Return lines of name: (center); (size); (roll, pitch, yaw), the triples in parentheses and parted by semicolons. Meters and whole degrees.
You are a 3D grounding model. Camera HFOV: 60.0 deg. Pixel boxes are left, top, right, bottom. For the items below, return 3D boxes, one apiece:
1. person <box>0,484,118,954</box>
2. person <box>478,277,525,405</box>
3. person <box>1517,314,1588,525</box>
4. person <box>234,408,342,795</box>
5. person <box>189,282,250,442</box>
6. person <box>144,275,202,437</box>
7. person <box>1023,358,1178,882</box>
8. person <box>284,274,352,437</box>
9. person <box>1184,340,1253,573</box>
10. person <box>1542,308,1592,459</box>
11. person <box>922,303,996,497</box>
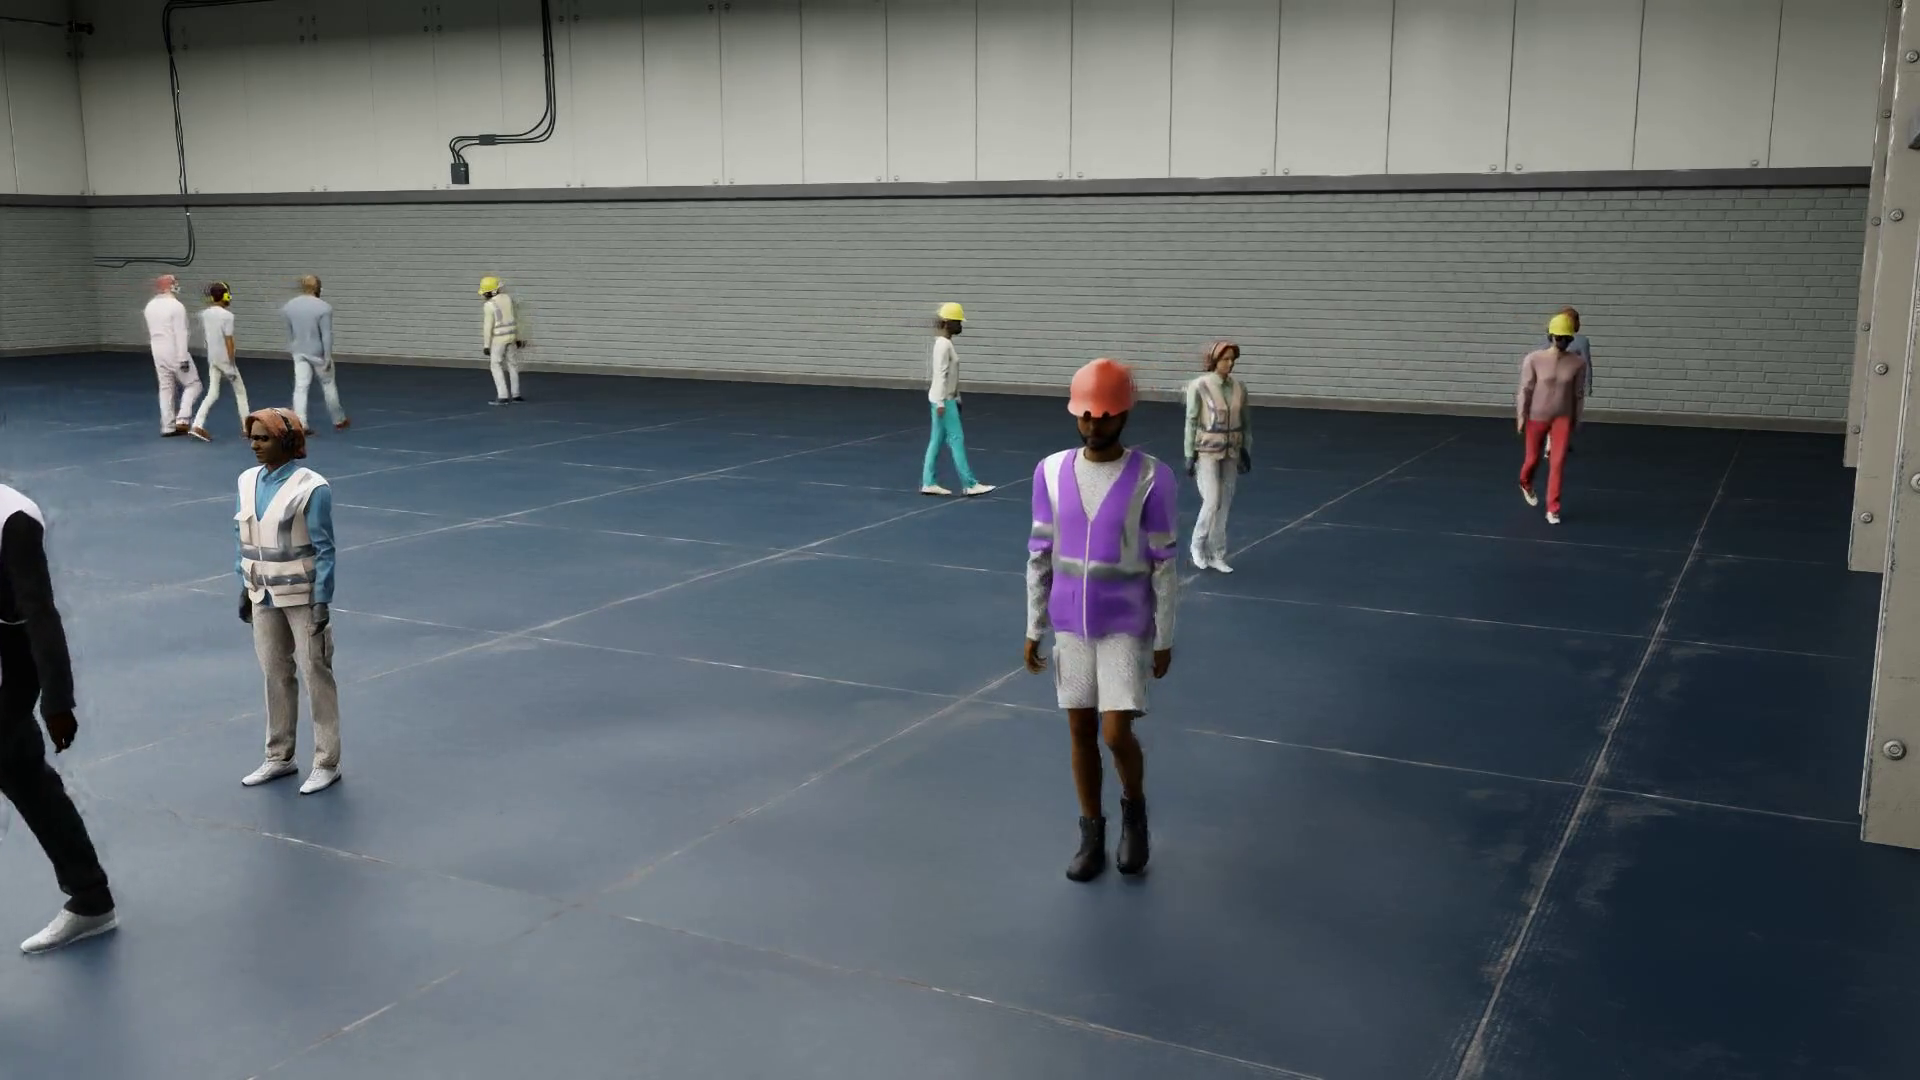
person: (-3.149, 0.478, 5.178); (0.625, 1.867, 0.977); (7, 13, 34)
person: (-6.381, -2.777, 23.228); (0.406, 1.787, 0.719); (5, 11, 24)
person: (4.879, -1.030, 13.810); (0.544, 1.724, 0.742); (1, 10, 7)
person: (-2.853, 0.254, 7.056); (0.511, 1.641, 0.307); (4, 11, 23)
person: (-8.507, -2.038, 19.085); (0.539, 1.825, 0.919); (5, 11, 25)
person: (-9.186, -2.150, 19.470); (0.664, 1.889, 0.467); (5, 12, 26)
person: (0.497, 0.305, 6.028); (0.546, 1.923, 0.400); (5, 12, 26)
person: (-7.601, -2.179, 19.648); (0.632, 1.884, 0.990); (1, 10, 8)
person: (1.805, -0.573, 11.569); (0.536, 1.625, 0.370); (-6, 12, -29)
person: (6.384, -1.648, 17.572); (0.517, 1.585, 0.875); (9, 14, 42)
person: (-0.016, -1.253, 14.962); (0.713, 1.738, 0.551); (0, 10, 0)
